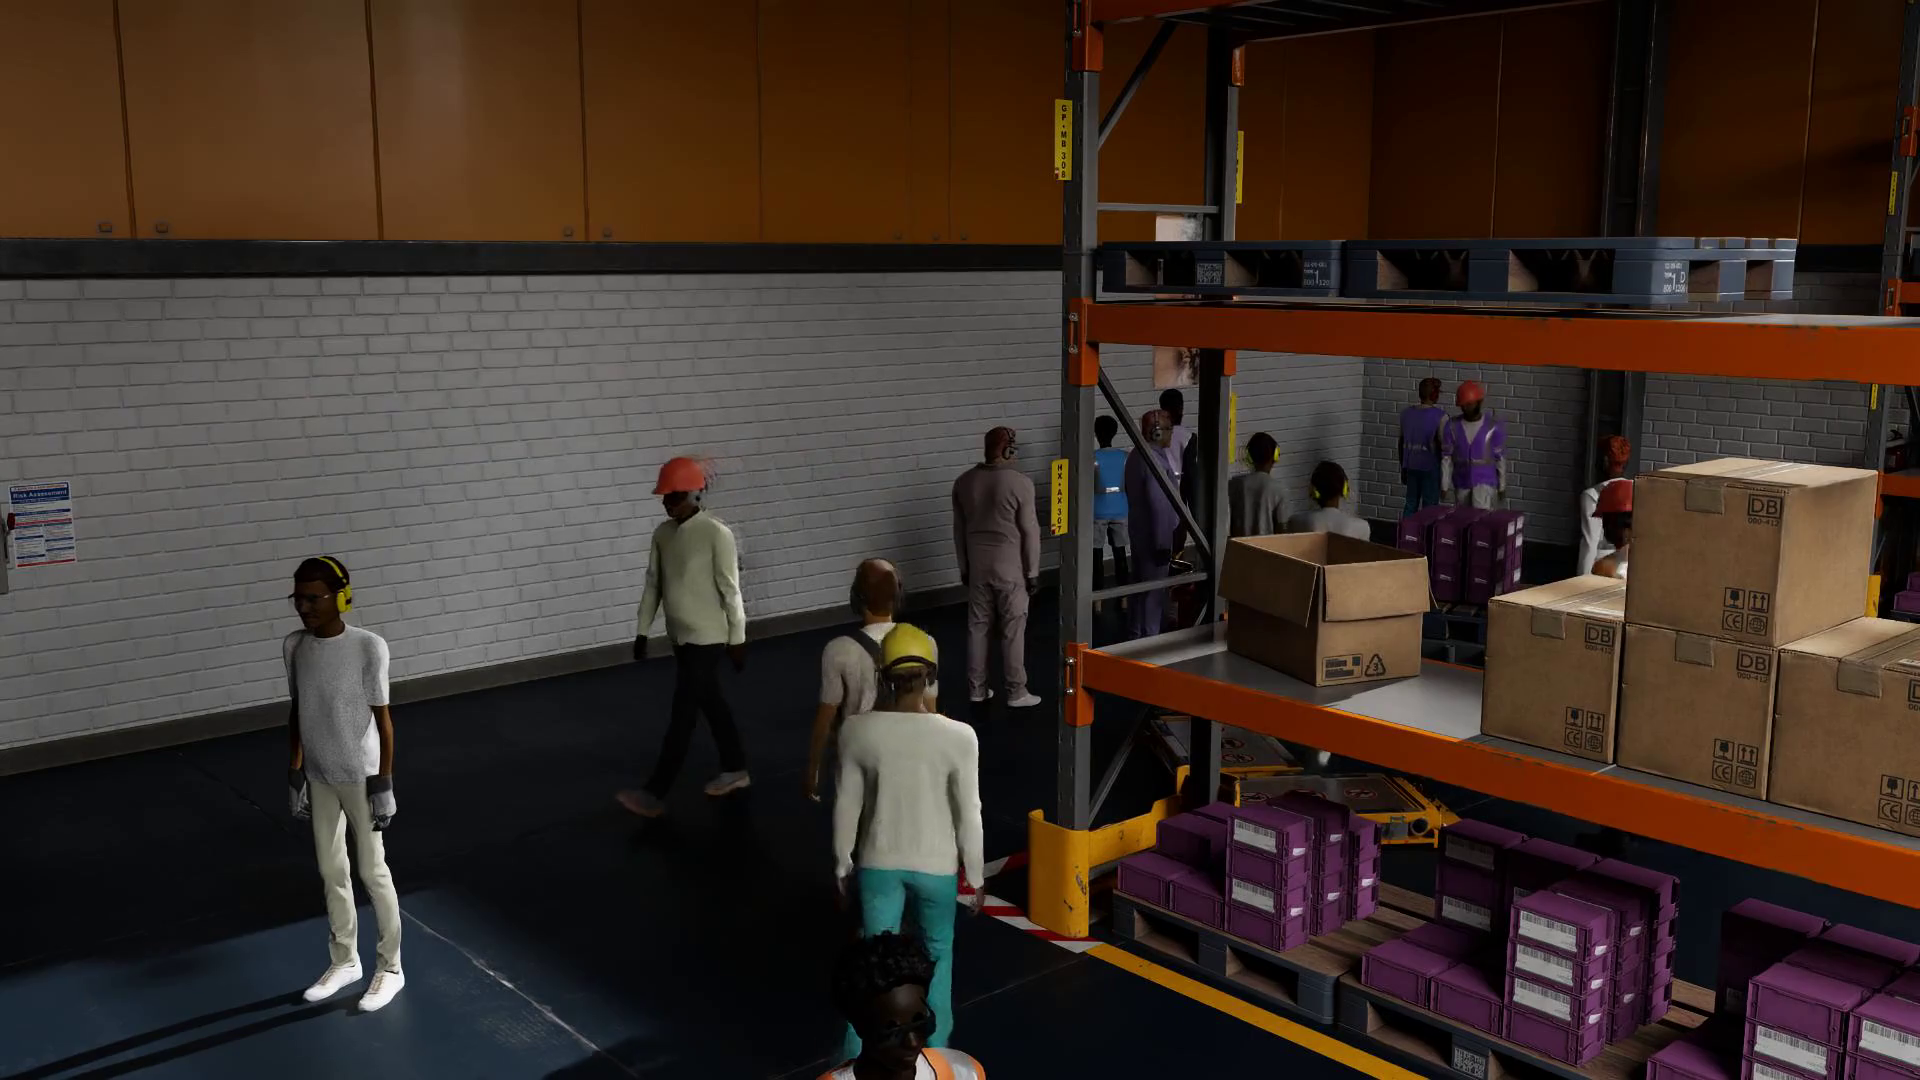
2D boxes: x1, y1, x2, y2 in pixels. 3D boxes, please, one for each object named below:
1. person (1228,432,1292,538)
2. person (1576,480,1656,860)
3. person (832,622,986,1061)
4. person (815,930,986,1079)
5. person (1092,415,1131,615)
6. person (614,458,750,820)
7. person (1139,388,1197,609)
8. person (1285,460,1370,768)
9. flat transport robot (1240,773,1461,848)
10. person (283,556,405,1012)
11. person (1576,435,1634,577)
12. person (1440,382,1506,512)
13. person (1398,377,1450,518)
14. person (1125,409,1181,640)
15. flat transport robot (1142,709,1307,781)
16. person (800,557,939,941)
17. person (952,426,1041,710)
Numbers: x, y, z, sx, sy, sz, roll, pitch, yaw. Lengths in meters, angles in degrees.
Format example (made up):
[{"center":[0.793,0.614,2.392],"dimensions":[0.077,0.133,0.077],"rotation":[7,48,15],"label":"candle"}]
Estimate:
[{"center":[2.045,0.160,11.636],"dimensions":[0.498,1.830,0.953],"rotation":[6,11,32],"label":"person"},{"center":[3.330,0.656,8.406],"dimensions":[0.575,1.913,0.442],"rotation":[-8,12,-38],"label":"person"},{"center":[-0.198,1.175,5.926],"dimensions":[0.560,1.728,0.784],"rotation":[1,10,7],"label":"person"},{"center":[-0.154,1.615,3.430],"dimensions":[0.534,1.697,0.318],"rotation":[-7,12,-37],"label":"person"},{"center":[1.236,-0.213,14.132],"dimensions":[0.539,1.694,0.318],"rotation":[-4,10,-22],"label":"person"},{"center":[-1.542,0.523,9.102],"dimensions":[0.657,1.938,1.019],"rotation":[9,13,43],"label":"person"},{"center":[1.757,-0.327,14.161],"dimensions":[0.596,1.914,0.373],"rotation":[7,12,37],"label":"person"},{"center":[2.146,0.458,9.784],"dimensions":[0.529,1.847,0.571],"rotation":[2,10,9],"label":"person"},{"center":[1.883,1.424,8.714],"dimensions":[1.431,0.197,0.652],"rotation":[-1,10,-5],"label":"flat transport robot"},{"center":[-2.502,0.976,6.718],"dimensions":[0.510,1.858,0.323],"rotation":[3,10,18],"label":"person"},{"center":[4.227,0.254,10.853],"dimensions":[0.573,1.883,0.356],"rotation":[-5,11,-25],"label":"person"},{"center":[4.777,-0.535,15.481],"dimensions":[0.582,1.871,1.018],"rotation":[5,11,29],"label":"person"},{"center":[4.576,-0.679,16.424],"dimensions":[0.378,1.844,0.569],"rotation":[-8,12,-37],"label":"person"},{"center":[1.450,-0.020,12.389],"dimensions":[0.407,1.908,0.641],"rotation":[-2,10,-11],"label":"person"},{"center":[1.520,1.255,9.704],"dimensions":[0.652,0.197,1.431],"rotation":[-1,10,-5],"label":"flat transport robot"},{"center":[-0.369,0.960,6.972],"dimensions":[0.534,1.794,0.961],"rotation":[-5,11,-28],"label":"person"},{"center":[0.273,0.185,11.205],"dimensions":[0.654,1.904,0.404],"rotation":[6,11,32],"label":"person"}]
